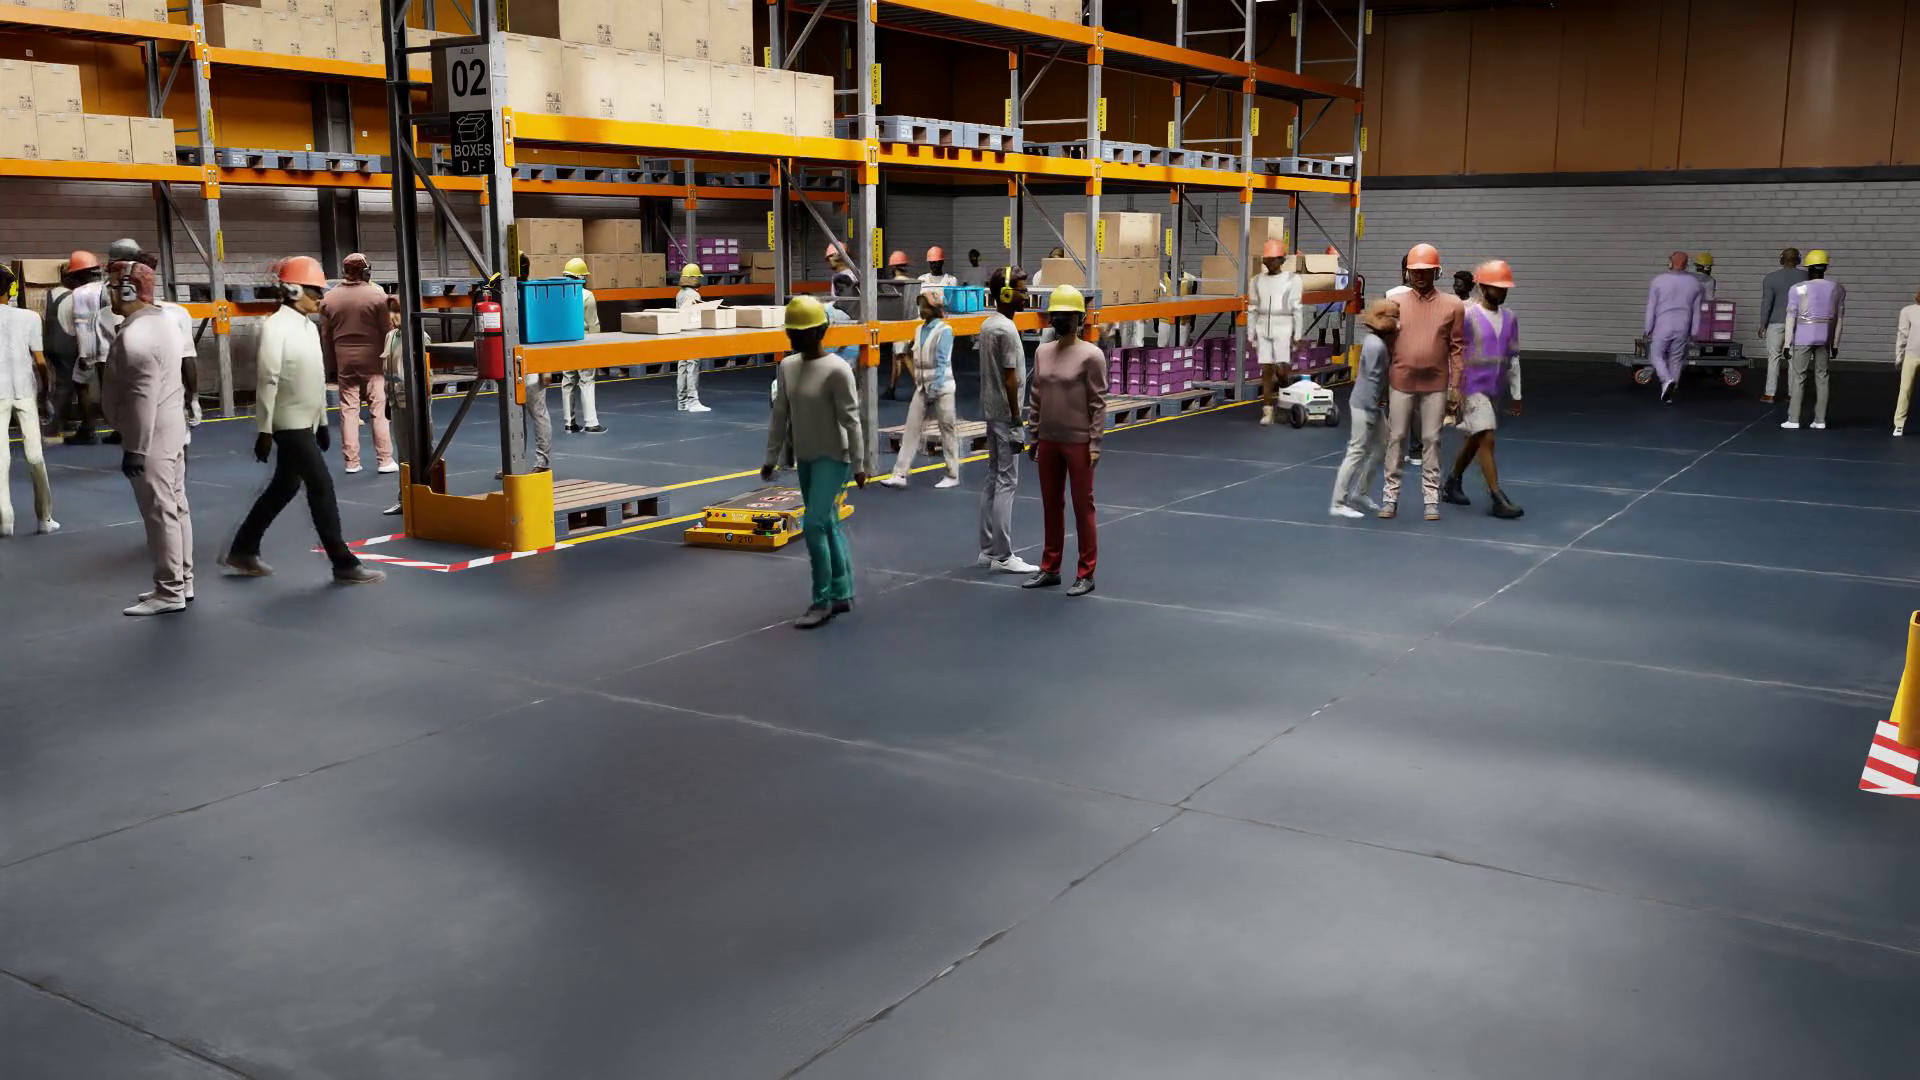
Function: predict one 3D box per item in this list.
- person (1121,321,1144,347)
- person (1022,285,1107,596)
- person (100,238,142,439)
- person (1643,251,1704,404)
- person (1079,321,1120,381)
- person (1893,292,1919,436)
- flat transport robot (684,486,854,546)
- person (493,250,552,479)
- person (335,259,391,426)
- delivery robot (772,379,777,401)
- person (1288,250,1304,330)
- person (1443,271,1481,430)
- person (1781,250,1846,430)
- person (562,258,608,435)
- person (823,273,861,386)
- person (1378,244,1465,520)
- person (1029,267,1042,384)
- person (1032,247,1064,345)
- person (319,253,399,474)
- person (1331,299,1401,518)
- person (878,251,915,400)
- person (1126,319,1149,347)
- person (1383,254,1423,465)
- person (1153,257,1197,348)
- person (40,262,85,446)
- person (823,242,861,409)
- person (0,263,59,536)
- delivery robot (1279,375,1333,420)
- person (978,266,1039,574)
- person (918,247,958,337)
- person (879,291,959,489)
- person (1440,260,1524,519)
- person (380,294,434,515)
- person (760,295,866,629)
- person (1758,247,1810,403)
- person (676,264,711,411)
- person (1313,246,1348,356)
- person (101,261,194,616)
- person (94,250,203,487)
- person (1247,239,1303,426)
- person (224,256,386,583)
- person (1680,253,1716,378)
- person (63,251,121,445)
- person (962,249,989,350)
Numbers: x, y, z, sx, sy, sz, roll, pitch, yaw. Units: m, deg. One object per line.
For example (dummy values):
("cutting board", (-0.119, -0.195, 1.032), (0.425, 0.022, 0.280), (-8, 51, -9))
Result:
("person", (2.962, -4.056, 28.231), (0.618, 1.994, 0.380), (7, 12, 32))
("person", (0.599, -0.568, 9.531), (0.533, 1.772, 0.297), (9, 14, 42))
("person", (-7.251, -1.631, 14.668), (0.538, 2.000, 0.690), (-5, 11, -24))
("person", (8.745, -2.592, 20.397), (0.664, 1.892, 0.590), (1, 10, 4))
("person", (1.857, -2.925, 22.321), (0.603, 1.880, 0.937), (5, 11, 24))
("person", (9.900, -1.860, 17.101), (0.503, 1.629, 0.283), (5, 11, 25))
("flat transport robot", (-1.297, -0.181, 11.539), (0.652, 0.197, 1.431), (3, 11, 17))
("person", (-3.680, -1.462, 14.013), (0.627, 1.941, 0.374), (5, 11, 27))
("person", (-6.547, -2.175, 18.273), (0.428, 1.837, 0.625), (10, 14, 44))
("delivery robot", (-1.983, -1.777, 19.333), (0.477, 0.478, 0.707), (0, 10, 1))
("person", (5.204, -3.621, 26.161), (0.582, 1.878, 0.351), (-8, 13, -38))
("person", (5.376, -2.034, 17.857), (0.313, 1.696, 0.540), (-5, 12, -28))
("person", (9.125, -2.137, 17.819), (0.588, 1.918, 0.397), (1, 10, 5))
("person", (-3.973, -2.014, 17.365), (0.586, 1.833, 0.403), (5, 12, 27))
("person", (-1.162, -1.845, 16.843), (0.568, 1.702, 0.463), (6, 12, 28))
("person", (3.320, -1.135, 12.047), (0.625, 1.992, 0.386), (3, 11, 15))
("person", (1.177, -3.003, 23.093), (0.795, 1.732, 0.556), (-5, 12, -28))
("person", (1.231, -2.832, 21.623), (0.627, 1.934, 0.370), (-6, 12, -29))
("person", (-5.172, -1.518, 14.413), (0.639, 1.910, 0.407), (1, 10, 3))
("person", (2.959, -0.946, 12.143), (0.465, 1.584, 0.514), (3, 11, 16))
("person", (-0.670, -2.652, 20.770), (0.995, 1.893, 0.560), (9, 14, 42))
("person", (2.817, -3.669, 26.611), (0.410, 1.809, 0.630), (-5, 11, -24))
("person", (4.043, -1.614, 14.954), (0.604, 1.906, 0.401), (-3, 11, -18))
("person", (2.975, -3.037, 23.056), (0.621, 1.835, 0.430), (0, 10, 1))
("person", (-8.811, -1.838, 16.481), (0.573, 1.797, 0.743), (4, 11, 20))
("person", (-1.399, -2.574, 20.061), (0.415, 1.999, 0.640), (-5, 11, -25))
("person", (-6.512, -0.958, 11.415), (0.509, 1.872, 0.328), (-5, 11, -27))
("delivery robot", (3.763, -1.556, 18.108), (0.477, 0.478, 0.707), (-3, 11, -16))
("person", (0.283, -0.727, 10.142), (0.315, 1.866, 0.533), (-3, 11, -17))
("person", (-0.302, -2.750, 21.155), (0.542, 1.938, 0.357), (2, 10, 11))
("person", (-0.311, -1.187, 13.425), (0.786, 1.604, 0.520), (-8, 13, -39))
("person", (3.908, -1.133, 12.389), (0.561, 1.877, 1.029), (-5, 11, -26))
("person", (-4.026, -0.977, 12.156), (0.513, 1.641, 0.307), (7, 13, 36))
("person", (-0.791, -0.409, 8.751), (0.668, 1.738, 0.531), (-10, 14, -43))
("person", (10.270, -2.668, 20.700), (0.638, 1.936, 0.357), (1, 10, 6))
("person", (-3.182, -2.399, 19.744), (0.323, 1.743, 0.489), (-8, 13, -36))
("person", (5.787, -3.624, 26.010), (0.542, 1.933, 0.372), (5, 11, 26))
("person", (-4.427, -0.549, 9.041), (0.404, 1.910, 0.636), (-2, 10, -12))
("person", (-5.455, -0.968, 11.234), (0.641, 1.944, 0.617), (-3, 11, -17))
("person", (3.431, -2.256, 18.156), (0.640, 2.031, 0.481), (6, 12, 32))
("person", (-3.976, -0.706, 9.853), (1.018, 1.943, 0.631), (0, 10, 0))
("person", (10.901, -3.305, 24.522), (0.403, 1.831, 0.596), (-4, 11, -20))
("person", (-8.571, -1.882, 16.415), (0.630, 1.903, 0.591), (3, 11, 17))
("person", (0.263, -4.416, 30.641), (0.549, 1.843, 0.710), (4, 11, 21))
